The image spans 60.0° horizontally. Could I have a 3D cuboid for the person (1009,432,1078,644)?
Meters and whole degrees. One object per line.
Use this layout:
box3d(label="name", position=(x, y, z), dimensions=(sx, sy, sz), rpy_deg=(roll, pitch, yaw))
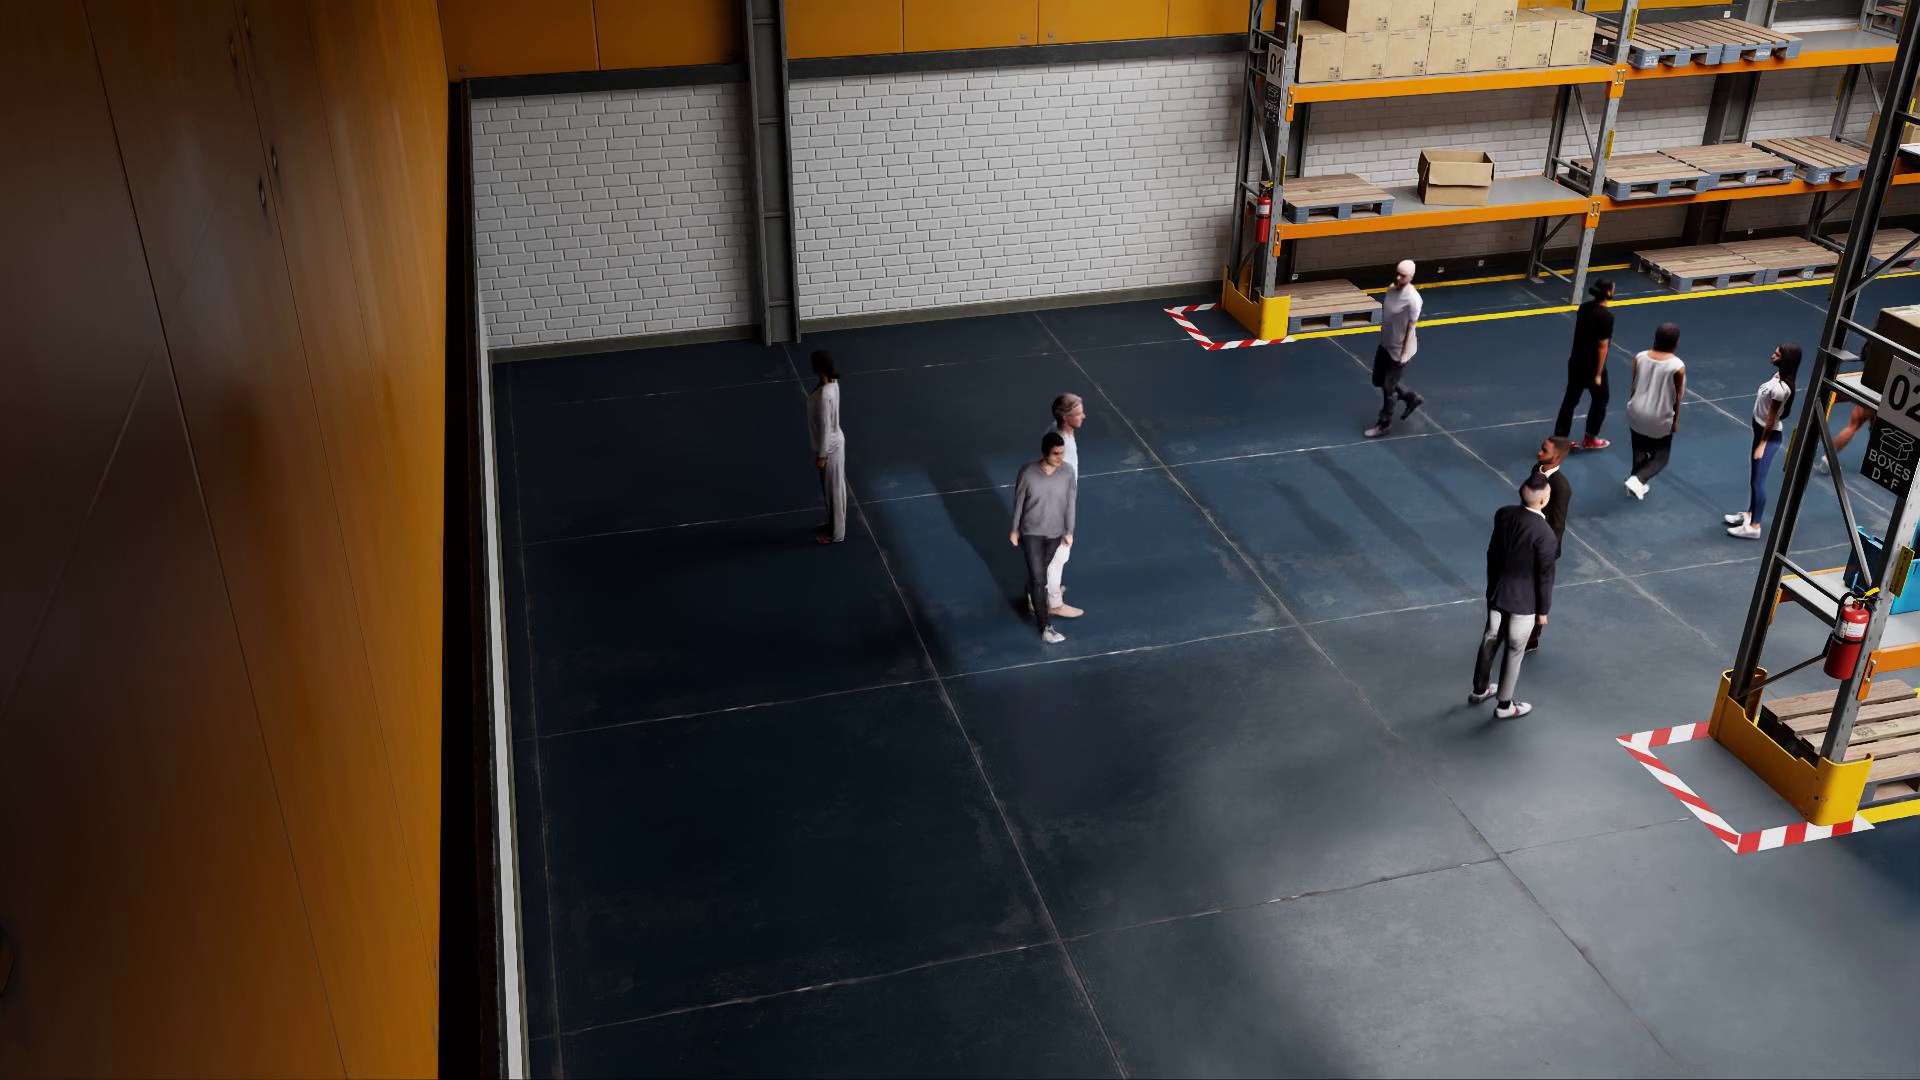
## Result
box3d(label="person", position=(0.609, -0.106, 13.010), dimensions=(1.067, 1.721, 0.720), rpy_deg=(-6, 29, -11))

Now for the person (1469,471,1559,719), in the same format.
box3d(label="person", position=(3.973, 0.361, 11.916), dimensions=(0.688, 1.950, 0.771), rpy_deg=(-16, 32, -26))

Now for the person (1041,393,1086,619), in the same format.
box3d(label="person", position=(0.746, -0.301, 13.193), dimensions=(0.764, 1.889, 0.749), rpy_deg=(-1, 29, -2))

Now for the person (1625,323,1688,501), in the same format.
box3d(label="person", position=(6.184, -1.120, 14.920), dimensions=(0.783, 1.673, 0.759), rpy_deg=(-15, 32, -25))

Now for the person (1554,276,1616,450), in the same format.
box3d(label="person", position=(5.890, -1.630, 15.786), dimensions=(0.808, 1.739, 0.699), rpy_deg=(-10, 30, -18))

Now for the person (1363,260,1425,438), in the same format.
box3d(label="person", position=(4.311, -1.848, 16.110), dimensions=(0.884, 1.812, 0.656), rpy_deg=(-7, 29, -12))

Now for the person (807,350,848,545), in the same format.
box3d(label="person", position=(-1.112, -0.812, 14.250), dimensions=(0.638, 1.774, 0.655), rpy_deg=(2, 29, 4))

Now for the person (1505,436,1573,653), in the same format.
box3d(label="person", position=(4.403, 0.020, 12.697), dimensions=(0.588, 1.799, 0.678), rpy_deg=(-4, 29, -7))

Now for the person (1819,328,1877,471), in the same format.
box3d(label="person", position=(8.359, -1.324, 15.386), dimensions=(1.078, 1.584, 0.765), rpy_deg=(0, 29, 1))

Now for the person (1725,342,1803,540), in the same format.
box3d(label="person", position=(6.968, -0.863, 14.341), dimensions=(0.707, 1.775, 0.668), rpy_deg=(12, 31, 21))
